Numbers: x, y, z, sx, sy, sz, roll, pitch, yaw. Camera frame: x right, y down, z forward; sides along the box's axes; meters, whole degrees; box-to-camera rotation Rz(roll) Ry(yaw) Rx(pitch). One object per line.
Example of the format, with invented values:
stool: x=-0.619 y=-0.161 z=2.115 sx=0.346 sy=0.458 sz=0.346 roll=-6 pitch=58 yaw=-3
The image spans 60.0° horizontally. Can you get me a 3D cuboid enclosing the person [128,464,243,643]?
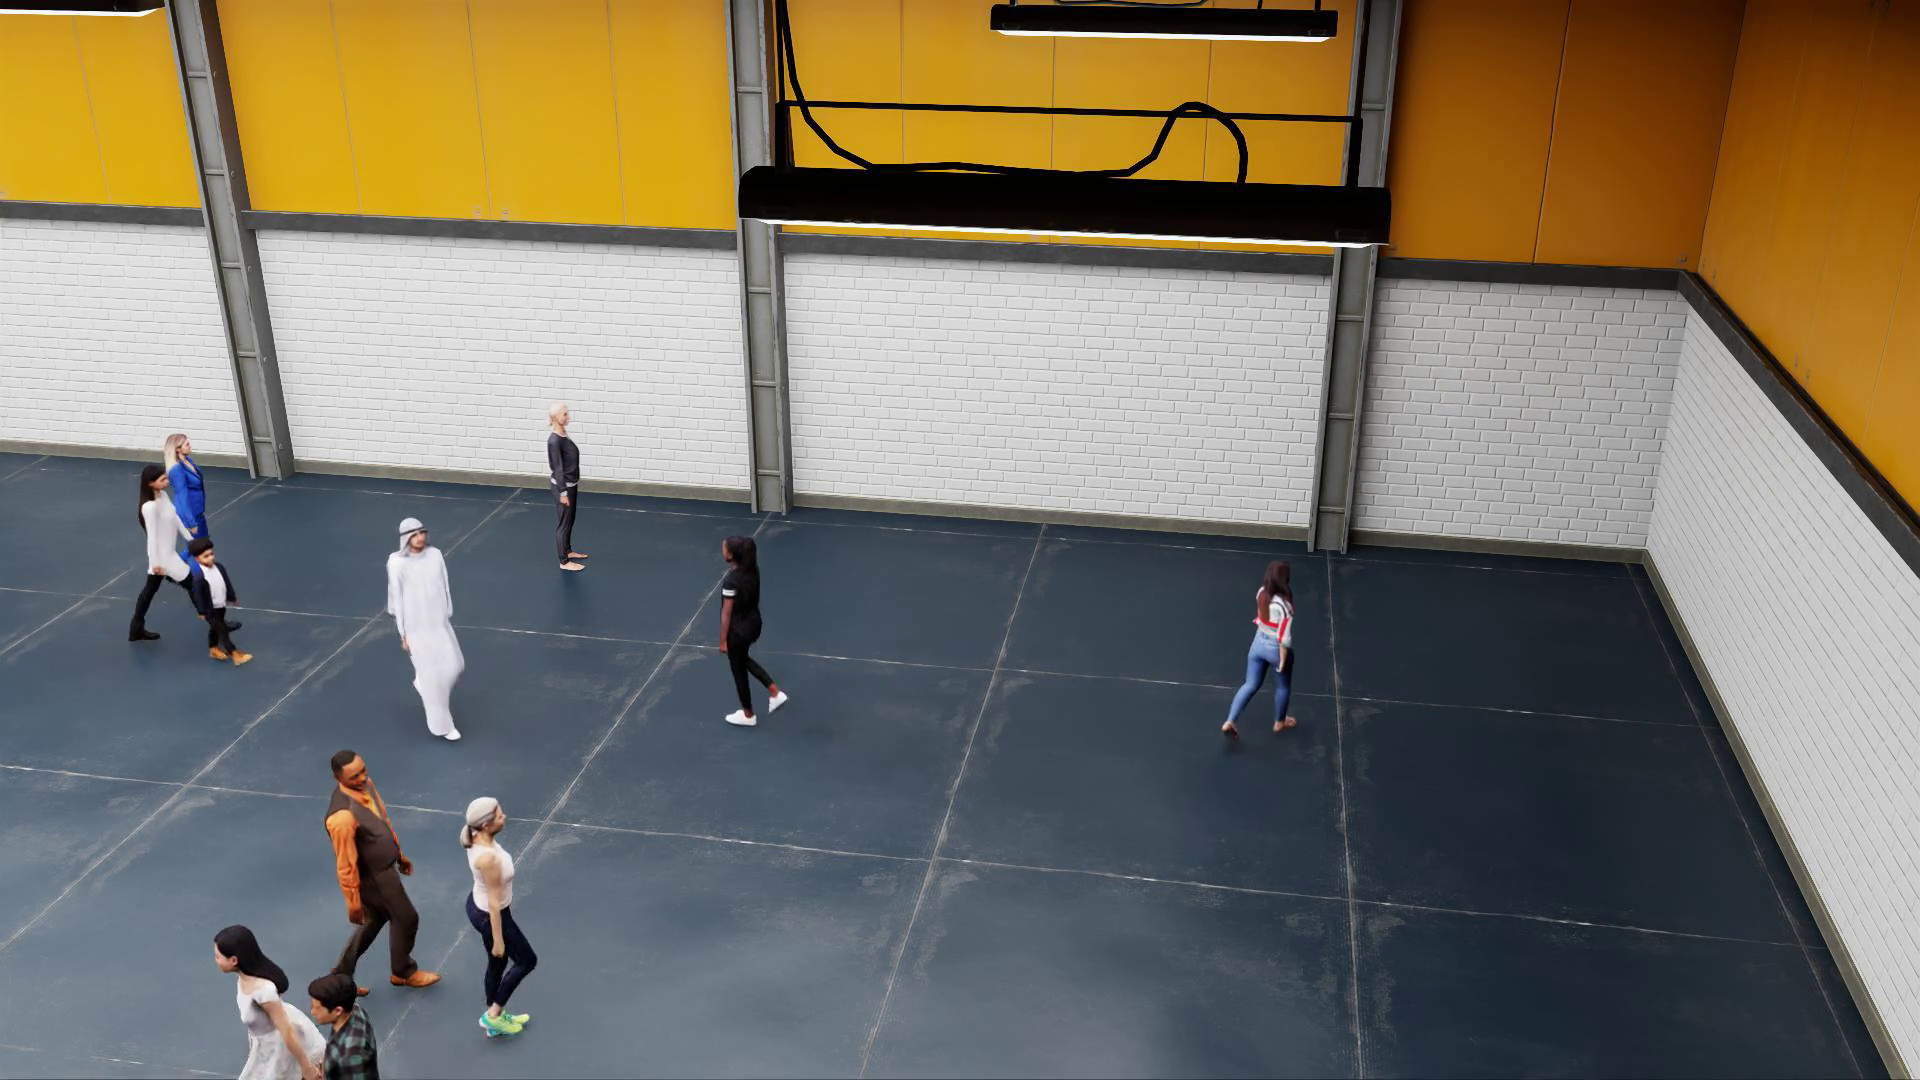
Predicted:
person: x=-7.279 y=0.172 z=14.996 sx=1.276 sy=1.743 sz=1.037 roll=-9 pitch=25 yaw=-19

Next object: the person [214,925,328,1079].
person: x=-3.559 y=2.817 z=9.001 sx=1.261 sy=1.699 sz=1.083 roll=-14 pitch=27 yaw=-28

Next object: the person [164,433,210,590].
person: x=-7.486 y=-0.208 z=15.941 sx=0.893 sy=1.683 sz=0.831 roll=-6 pitch=24 yaw=-14

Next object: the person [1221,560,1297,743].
person: x=2.451 y=0.919 z=13.483 sx=1.064 sy=1.586 sz=1.023 roll=-17 pitch=29 yaw=-34

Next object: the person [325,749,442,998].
person: x=-3.758 y=2.127 z=10.377 sx=1.079 sy=1.861 sz=0.937 roll=-8 pitch=25 yaw=-18

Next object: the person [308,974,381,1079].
person: x=-3.044 y=2.920 z=8.622 sx=0.906 sy=1.703 sz=0.864 roll=-8 pitch=25 yaw=-17

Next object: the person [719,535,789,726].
person: x=-1.711 y=0.774 z=13.647 sx=0.811 sy=1.720 sz=0.679 roll=9 pitch=25 yaw=20

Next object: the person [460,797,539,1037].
person: x=-2.931 y=2.338 z=10.104 sx=0.782 sy=1.692 sz=0.739 roll=-10 pitch=26 yaw=-22

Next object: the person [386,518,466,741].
person: x=-4.404 y=0.700 z=13.581 sx=1.041 sy=1.909 sz=0.932 roll=20 pitch=30 yaw=38

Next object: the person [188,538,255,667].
person: x=-6.696 y=0.542 z=14.825 sx=0.809 sy=1.203 sz=0.563 roll=7 pitch=25 yaw=16

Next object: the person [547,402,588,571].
person: x=-3.977 y=-0.567 z=16.709 sx=0.603 sy=1.726 sz=0.665 roll=-2 pitch=24 yaw=-4
